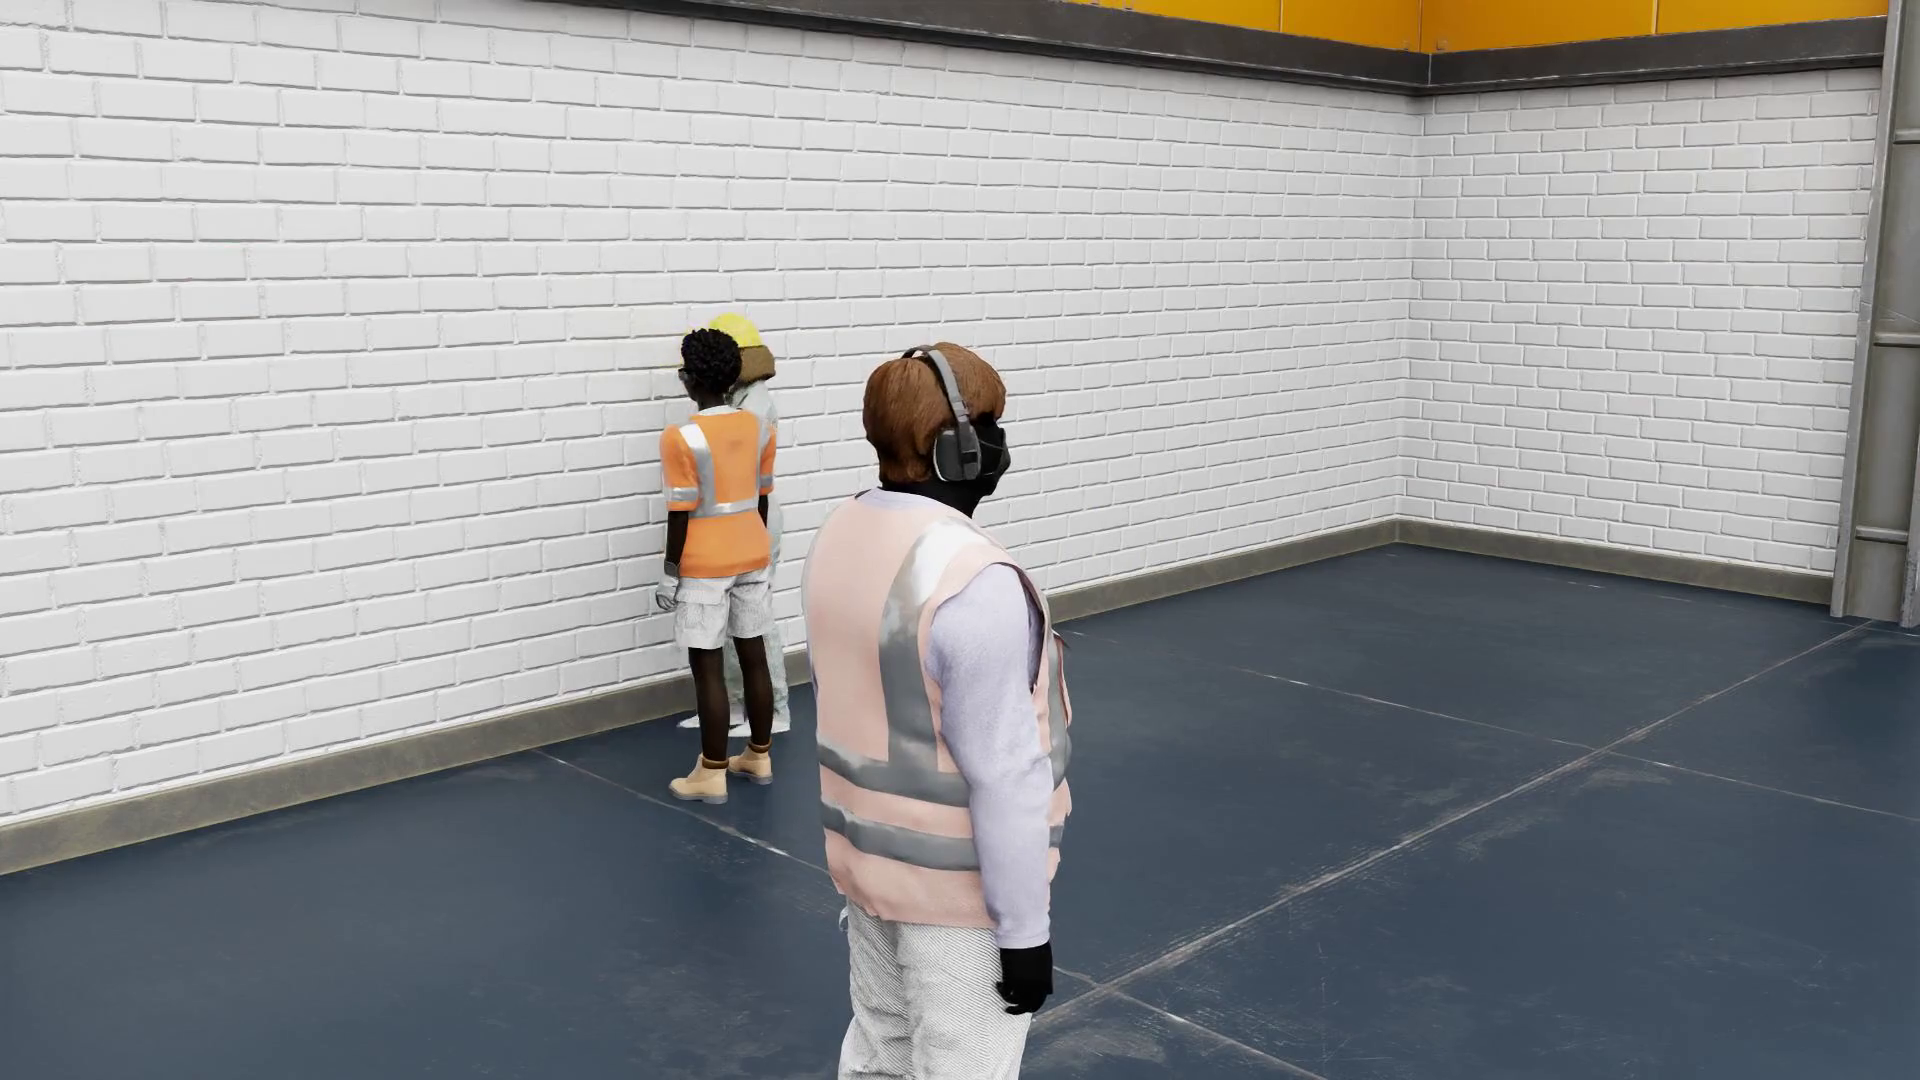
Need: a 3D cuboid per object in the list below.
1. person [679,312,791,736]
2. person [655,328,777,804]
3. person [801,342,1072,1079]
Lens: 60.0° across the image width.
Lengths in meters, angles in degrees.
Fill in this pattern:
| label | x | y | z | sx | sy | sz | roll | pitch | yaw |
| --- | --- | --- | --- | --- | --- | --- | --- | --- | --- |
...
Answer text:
| label | x | y | z | sx | sy | sz | roll | pitch | yaw |
| --- | --- | --- | --- | --- | --- | --- | --- | --- | --- |
| person | -0.891 | -0.050 | 6.688 | 0.346 | 1.739 | 0.488 | -3 | 11 | -17 |
| person | -0.872 | 0.094 | 5.969 | 0.320 | 1.698 | 0.531 | 8 | 13 | 36 |
| person | -0.023 | 0.584 | 2.900 | 0.429 | 1.847 | 0.627 | -6 | 12 | -30 |
